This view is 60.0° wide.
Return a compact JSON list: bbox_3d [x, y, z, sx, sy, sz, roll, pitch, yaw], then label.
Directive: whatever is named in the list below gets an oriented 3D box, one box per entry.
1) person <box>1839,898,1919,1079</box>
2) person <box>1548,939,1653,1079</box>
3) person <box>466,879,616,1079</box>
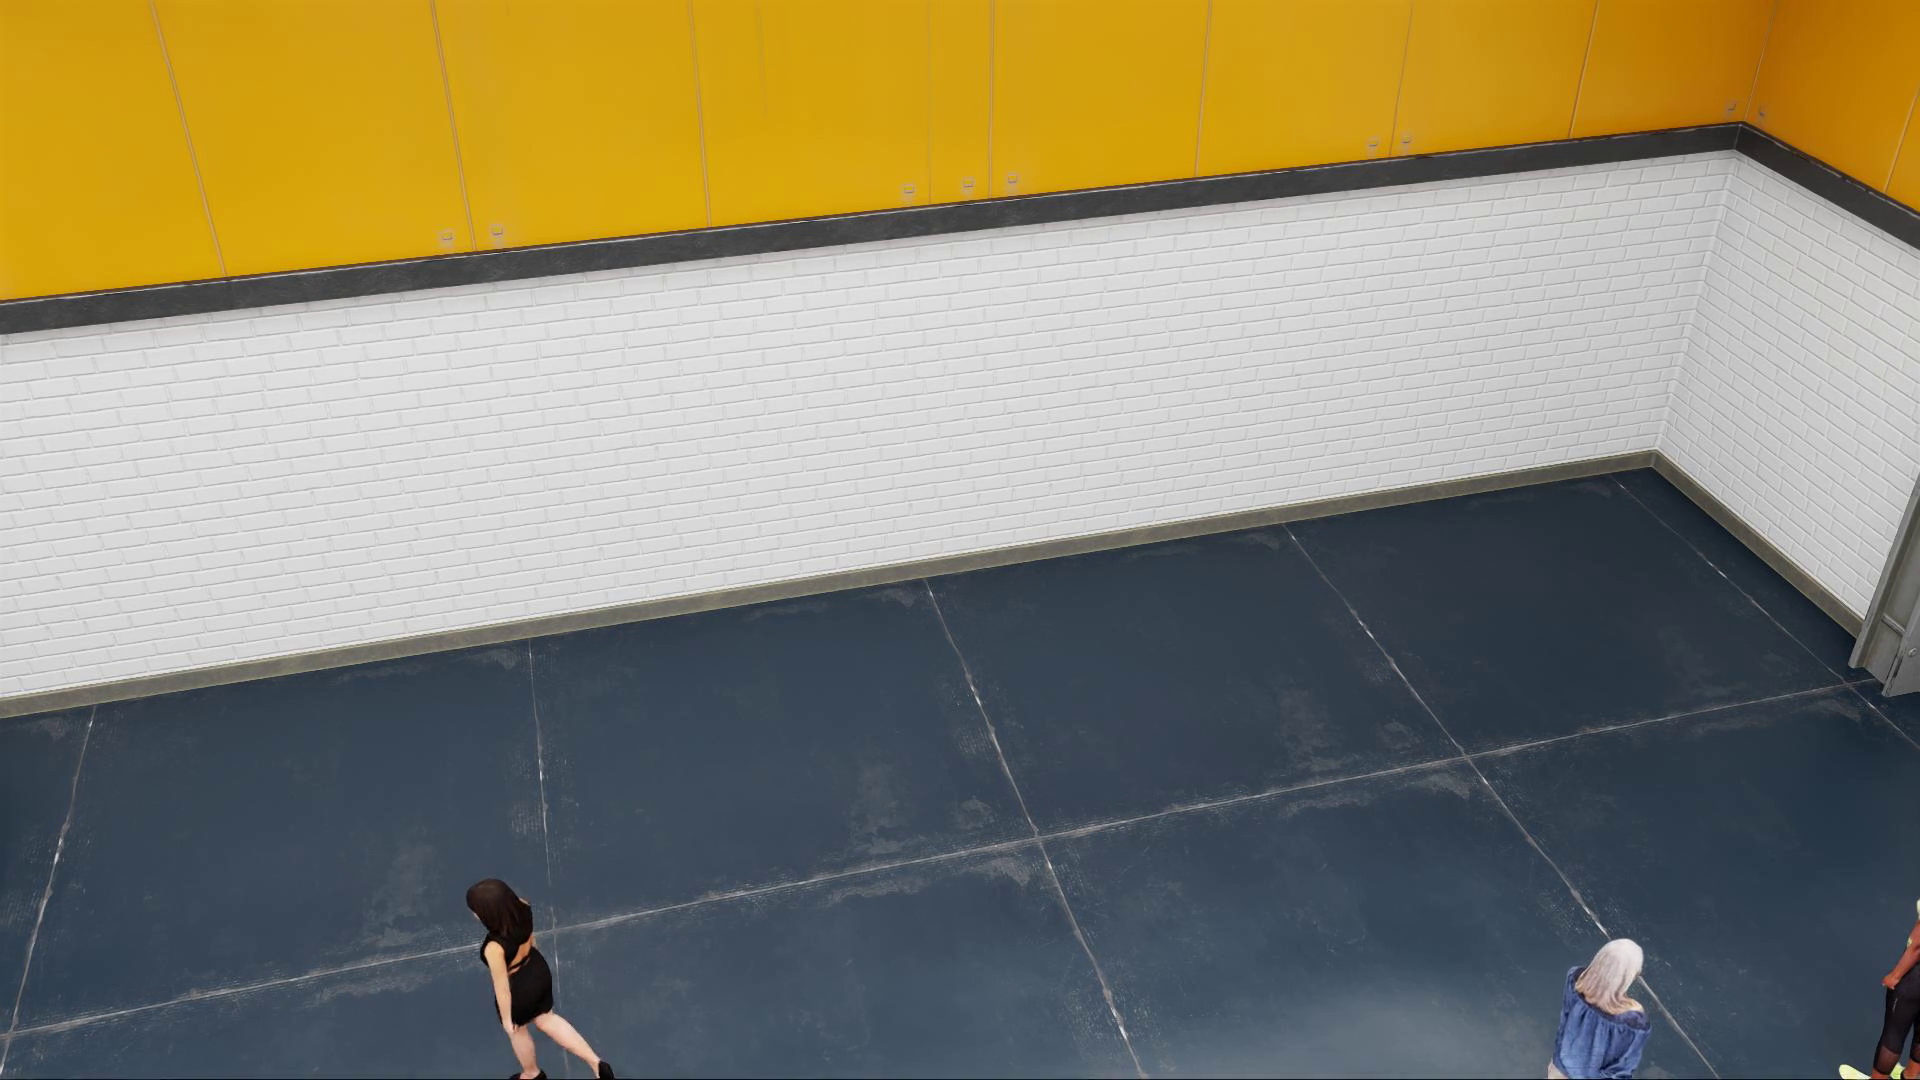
[{"bbox_3d":[4.913,2.196,8.426,0.560,1.753,0.490,-8,34,-12],"label":"person"},{"bbox_3d":[2.931,2.583,7.915,0.892,1.672,0.953,-22,40,-30],"label":"person"},{"bbox_3d":[-2.119,2.296,8.391,0.936,1.624,0.959,10,35,15],"label":"person"}]
